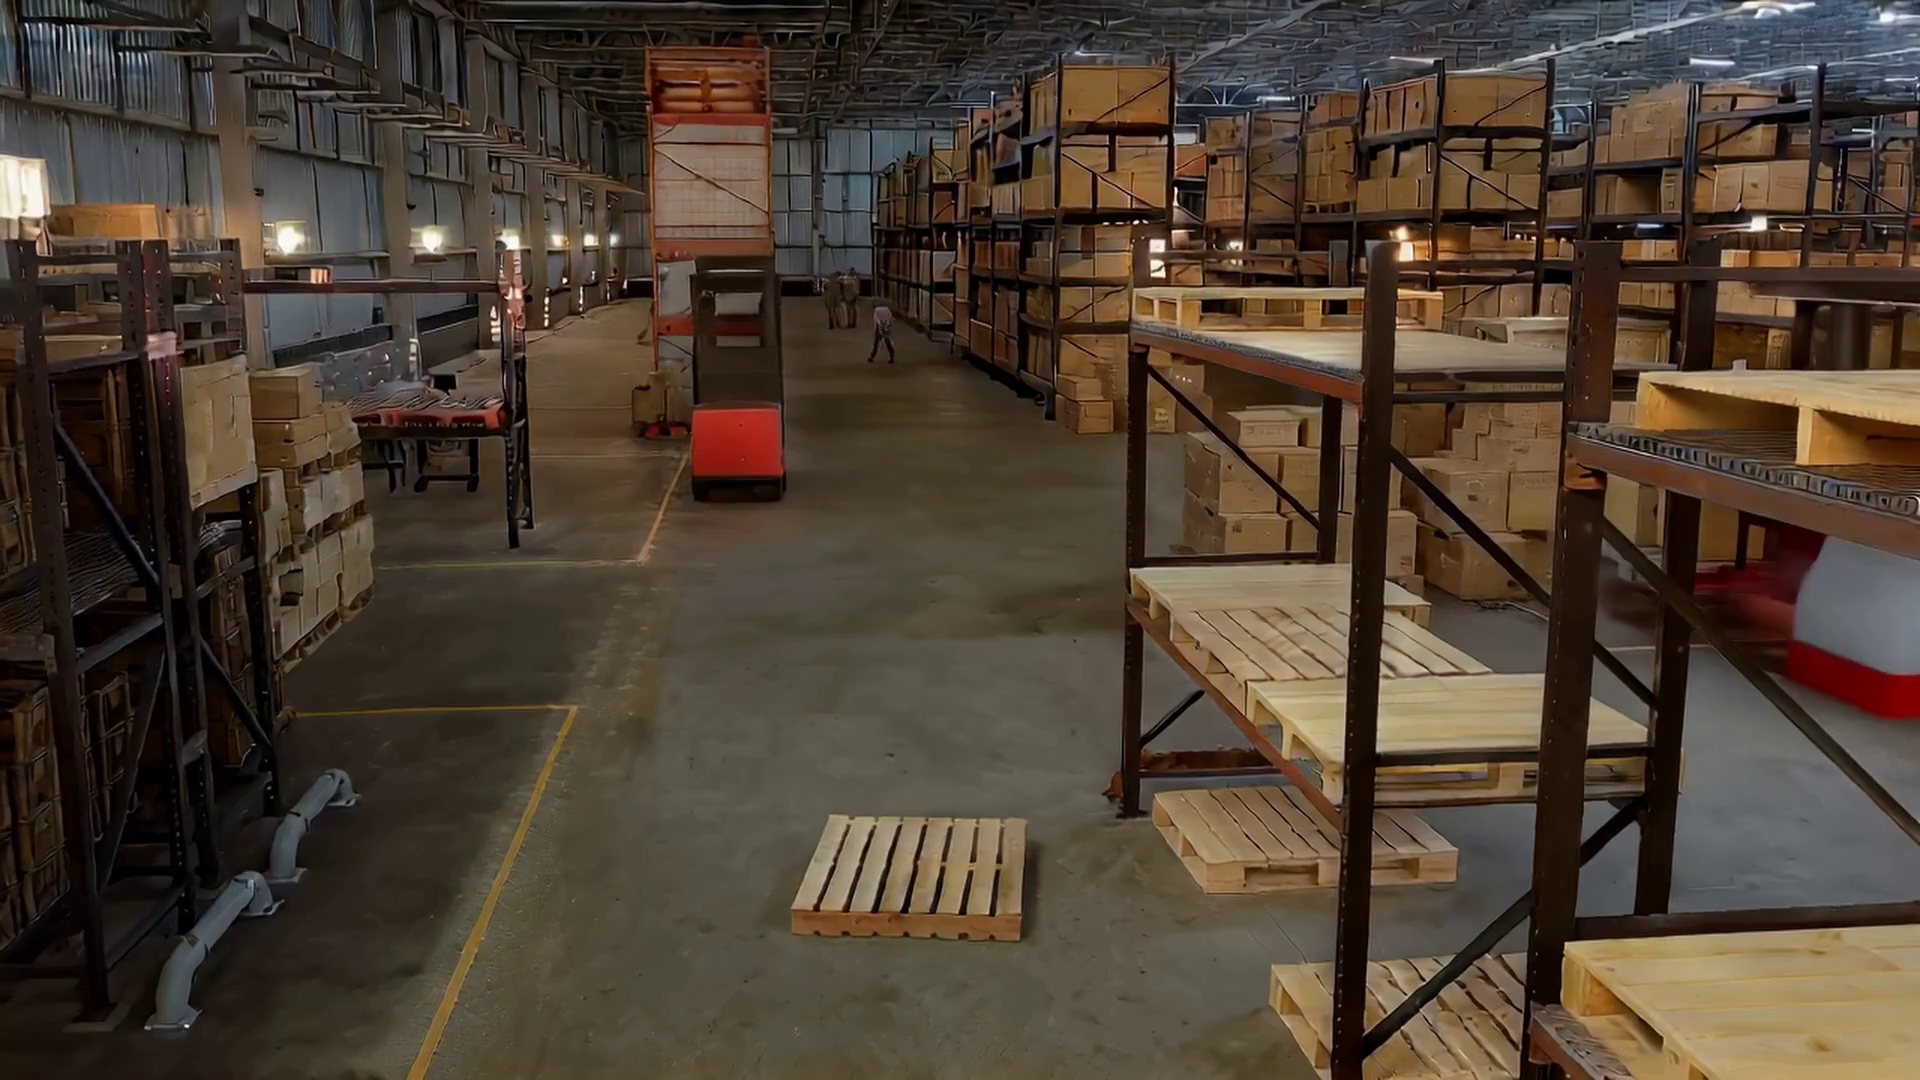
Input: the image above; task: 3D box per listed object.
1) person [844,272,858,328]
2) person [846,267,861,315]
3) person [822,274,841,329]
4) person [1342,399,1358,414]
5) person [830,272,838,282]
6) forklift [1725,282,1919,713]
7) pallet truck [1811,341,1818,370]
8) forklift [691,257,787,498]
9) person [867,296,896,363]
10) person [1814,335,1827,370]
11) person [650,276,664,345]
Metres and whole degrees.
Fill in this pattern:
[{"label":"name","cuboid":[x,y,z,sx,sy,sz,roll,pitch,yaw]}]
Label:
[{"label":"person","cuboid":[-3.809,-8.311,57.670,0.409,1.913,0.649,6,12,30]},{"label":"person","cuboid":[-4.304,-10.039,67.175,0.630,1.936,0.369,-2,10,-11]},{"label":"person","cuboid":[-4.400,-8.122,56.698,0.664,1.881,0.478,-5,11,-25]},{"label":"person","cuboid":[4.450,-1.406,19.422,0.765,1.914,0.548,-7,12,-34]},{"label":"person","cuboid":[-5.671,-11.091,73.858,0.540,1.614,0.674,2,10,12]},{"label":"forklift","cuboid":[6.250,-0.406,11.185,1.129,2.768,1.873,-1,10,-6]},{"label":"pallet truck","cuboid":[15.846,-3.142,28.793,1.885,1.965,0.823,2,10,12]},{"label":"forklift","cuboid":[-2.676,-1.997,20.000,1.129,2.768,1.873,-1,10,-6]},{"label":"person","cuboid":[-1.925,-5.228,41.314,0.901,1.644,0.544,10,14,44]},{"label":"person","cuboid":[13.118,-2.437,25.134,0.397,1.911,0.587,10,14,43]},{"label":"person","cuboid":[-8.802,-6.662,48.176,0.375,2.042,0.608,3,11,18]}]
